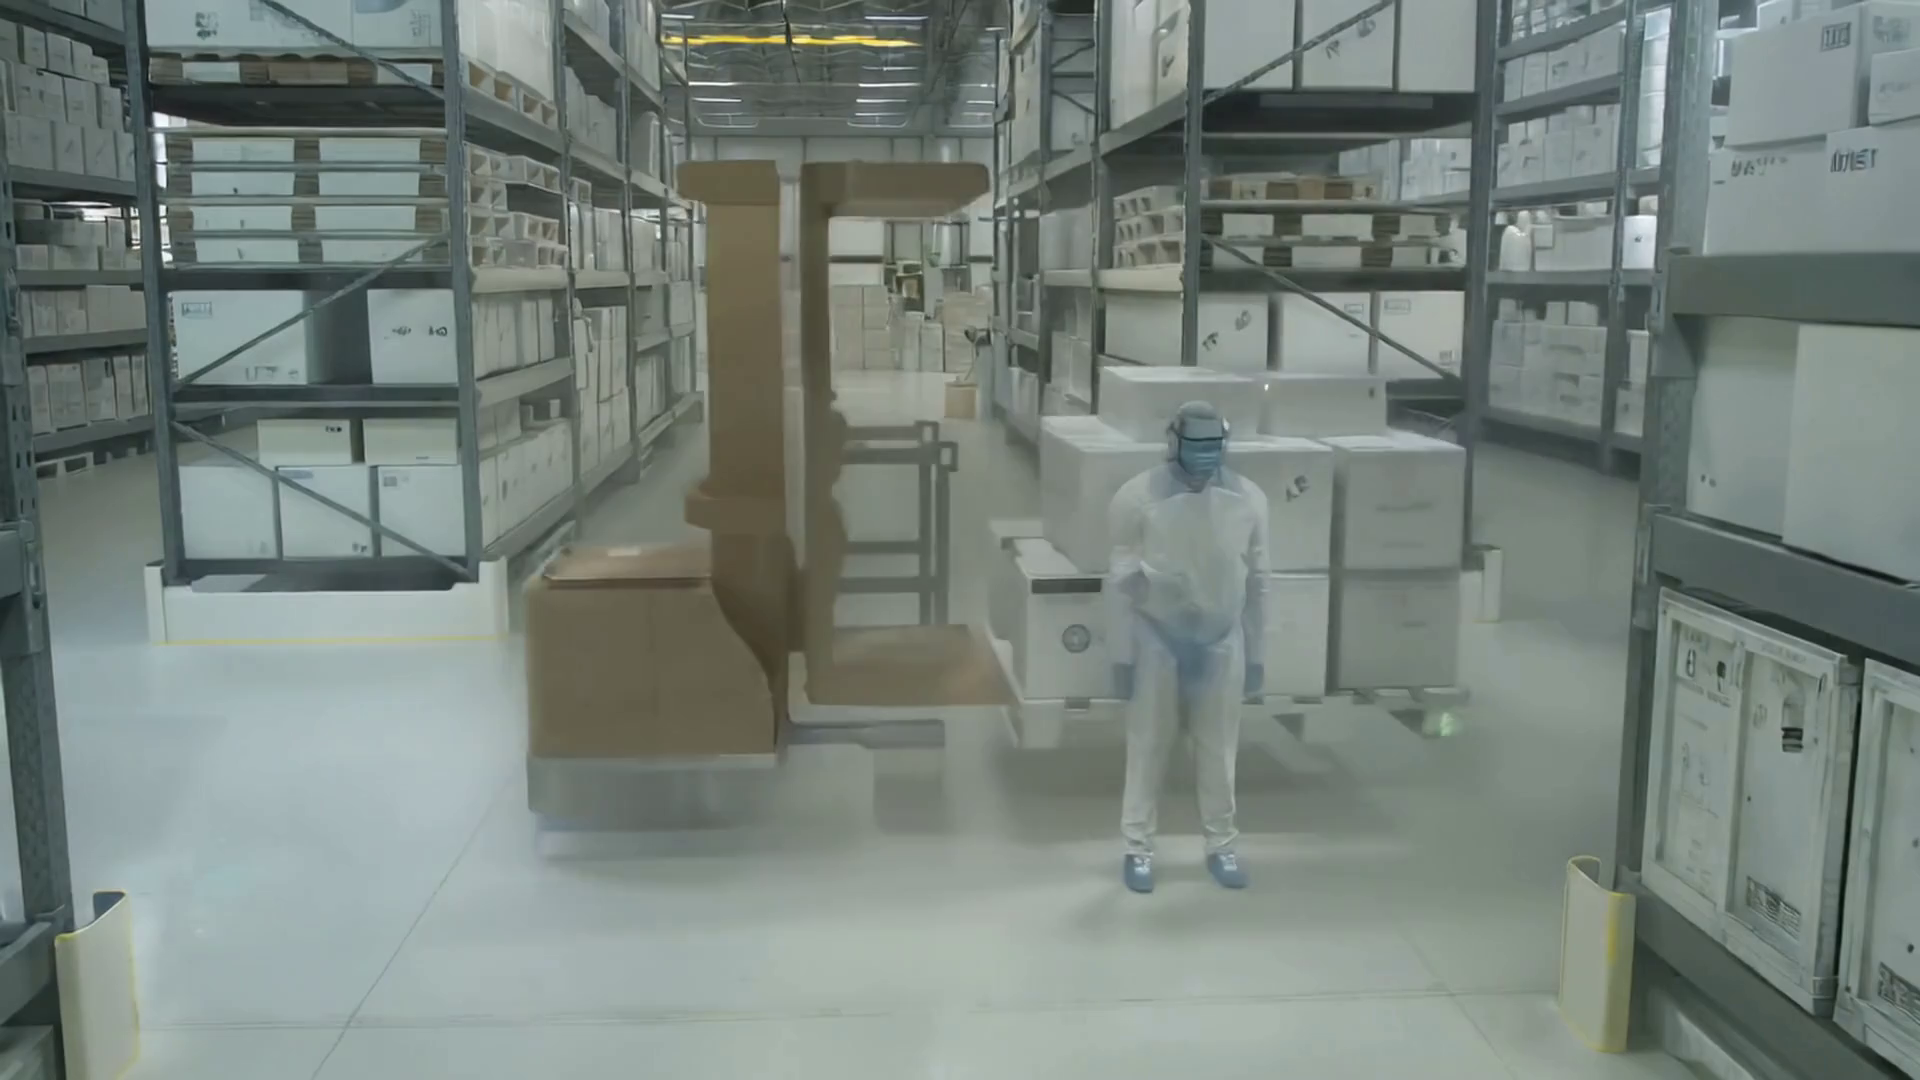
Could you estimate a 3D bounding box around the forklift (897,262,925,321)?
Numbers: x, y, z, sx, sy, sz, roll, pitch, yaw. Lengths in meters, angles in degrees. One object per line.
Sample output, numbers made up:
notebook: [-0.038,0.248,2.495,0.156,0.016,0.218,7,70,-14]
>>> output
forklift: [-1.812,-8.621,59.961,1.129,2.768,1.873,-1,9,-4]

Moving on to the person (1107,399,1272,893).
person: [0.882,0.413,6.343,0.636,1.900,0.397,-1,9,-7]

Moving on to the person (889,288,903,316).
person: [-2.282,-7.789,57.755,0.641,1.924,0.370,2,9,15]

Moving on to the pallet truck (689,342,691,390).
pallet truck: [-5.225,-3.008,27.480,1.885,1.965,0.823,2,9,14]

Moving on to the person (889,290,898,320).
person: [-2.215,-6.814,51.691,1.007,1.891,0.657,0,9,2]

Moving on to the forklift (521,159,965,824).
forklift: [-0.963,-0.254,7.426,1.873,2.768,1.129,-1,9,-5]
